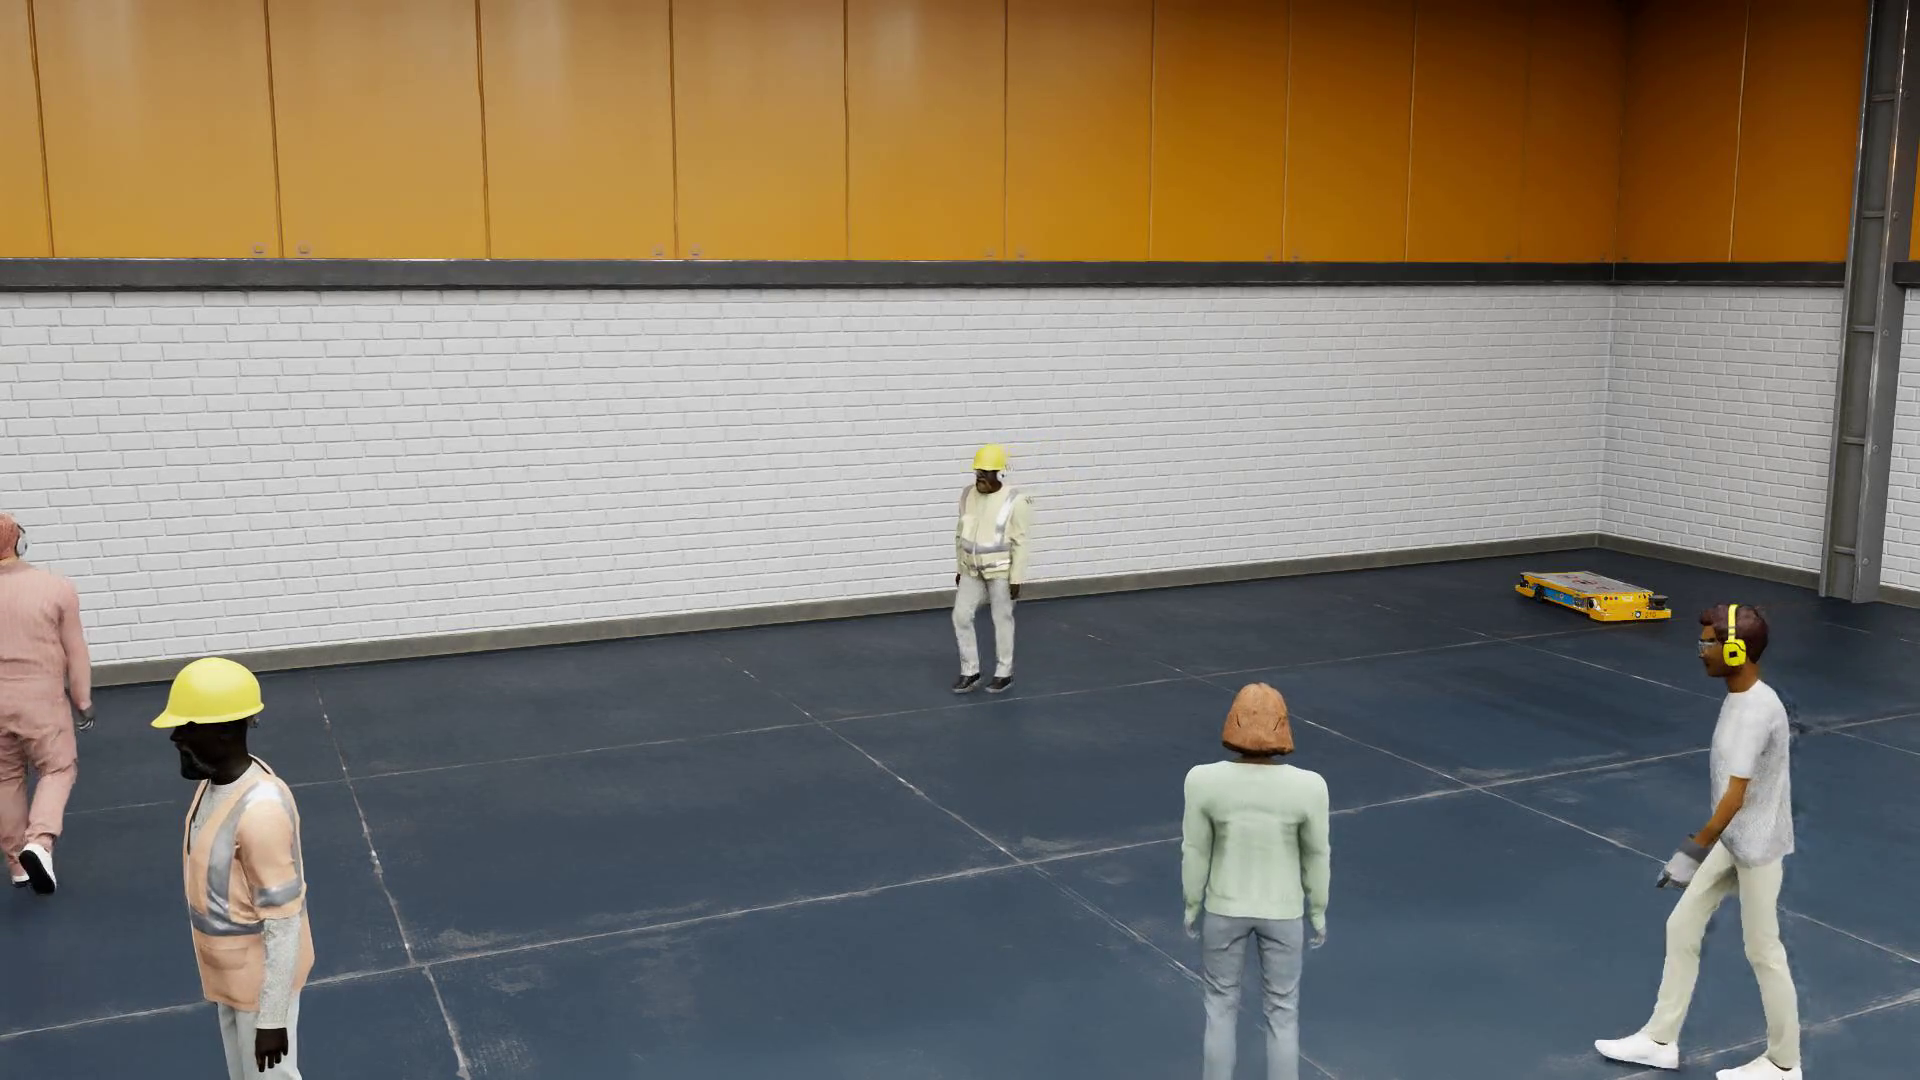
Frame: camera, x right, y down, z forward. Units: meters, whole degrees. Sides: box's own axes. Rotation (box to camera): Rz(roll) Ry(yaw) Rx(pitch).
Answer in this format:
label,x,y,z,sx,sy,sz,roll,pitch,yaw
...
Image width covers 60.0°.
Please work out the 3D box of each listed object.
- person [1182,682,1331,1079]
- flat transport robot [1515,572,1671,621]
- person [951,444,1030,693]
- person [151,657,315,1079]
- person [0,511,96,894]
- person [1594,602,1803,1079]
label,x,y,z,sx,sy,sz,roll,pitch,yaw
person,1.021,1.299,5.773,0.507,1.631,0.267,2,9,12
flat transport robot,5.691,0.489,15.010,0.652,0.197,1.431,-2,9,-12
person,0.172,0.222,11.886,0.623,1.810,0.613,6,11,33
person,-2.121,1.288,4.926,0.383,1.928,0.588,-7,11,-36
person,-4.578,0.804,8.056,0.650,1.884,0.657,-2,9,-14
person,2.766,1.141,6.142,0.843,1.826,0.480,2,9,14
